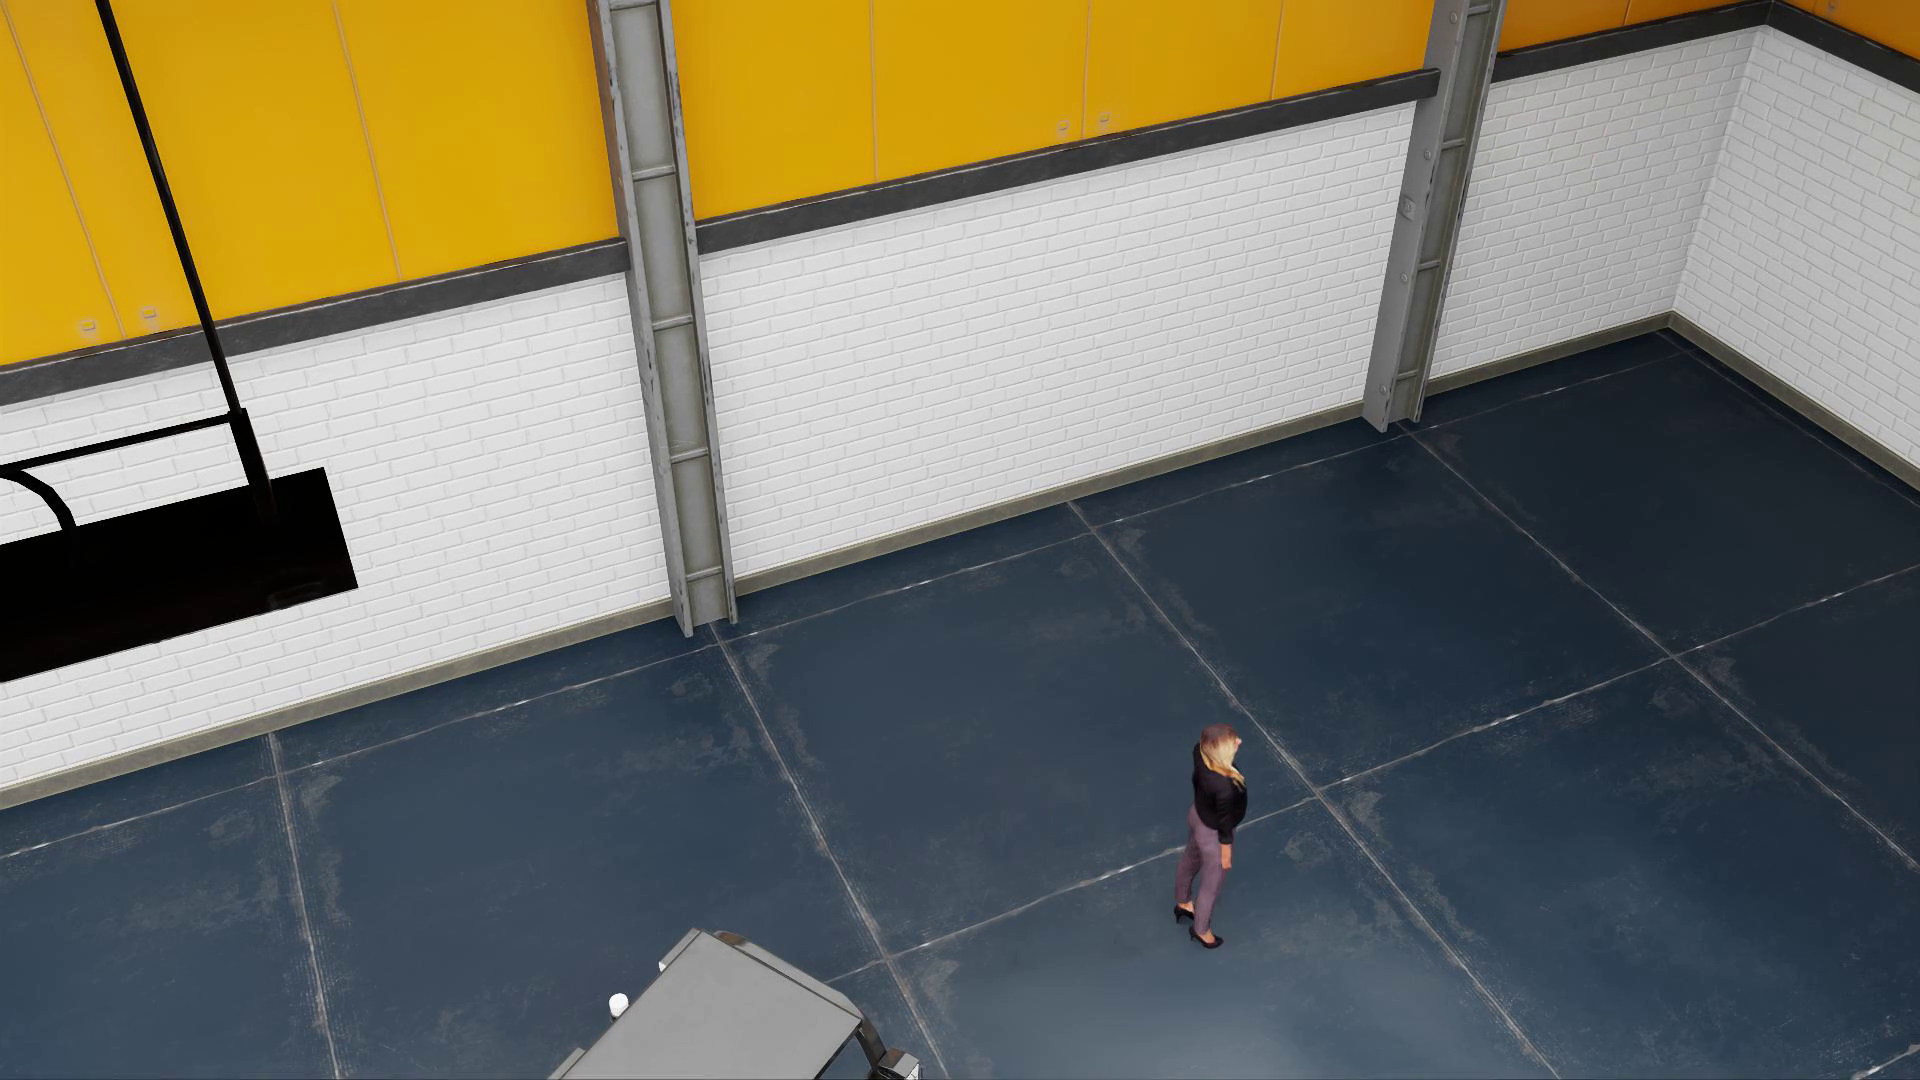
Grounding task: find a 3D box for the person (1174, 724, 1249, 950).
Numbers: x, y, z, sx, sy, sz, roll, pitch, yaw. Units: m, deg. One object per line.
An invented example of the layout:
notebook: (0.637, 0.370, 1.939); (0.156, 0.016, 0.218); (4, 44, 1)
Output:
person: (1.375, 1.636, 9.274); (0.560, 1.672, 0.622); (-11, 40, -13)
